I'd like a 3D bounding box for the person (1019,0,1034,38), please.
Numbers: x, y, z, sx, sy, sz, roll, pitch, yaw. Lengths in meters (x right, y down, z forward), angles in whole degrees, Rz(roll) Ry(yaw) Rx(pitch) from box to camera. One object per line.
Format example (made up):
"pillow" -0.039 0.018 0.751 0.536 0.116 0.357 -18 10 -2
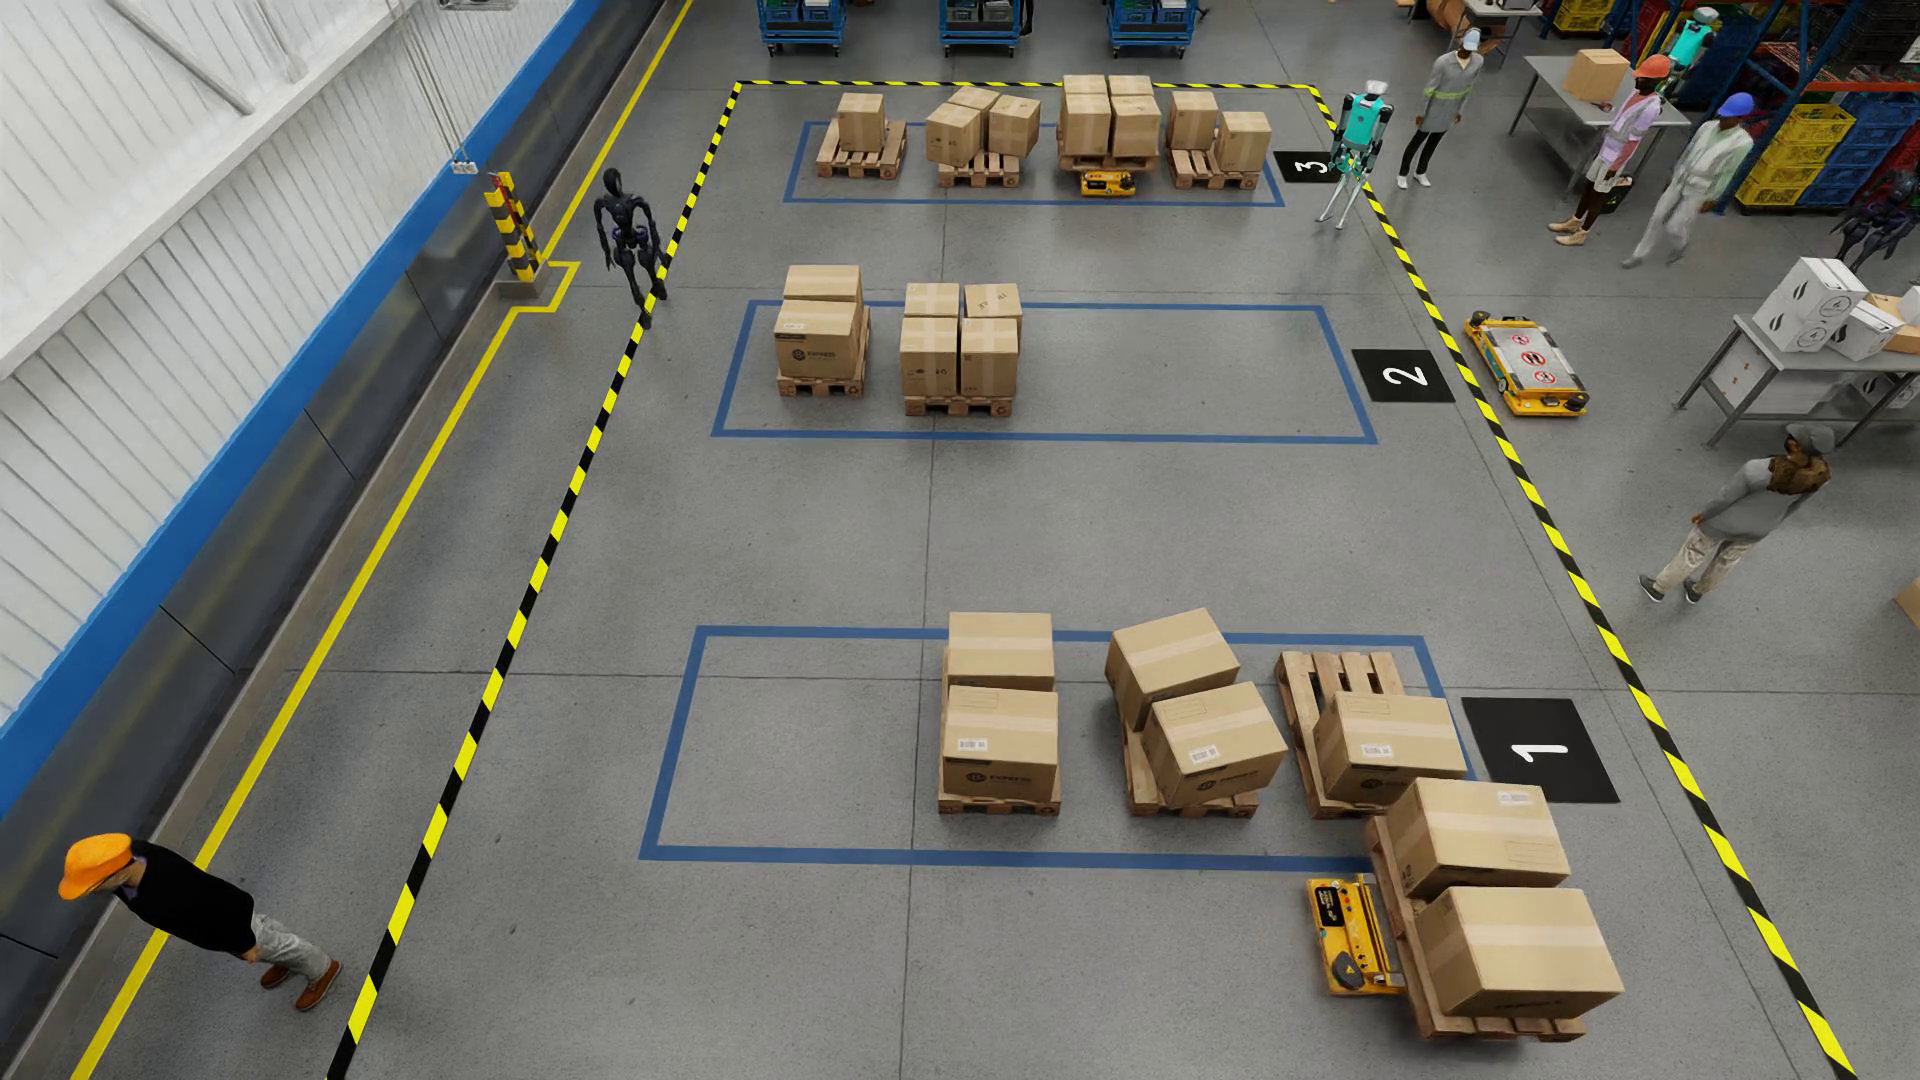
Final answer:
"person" 0.972 -8.804 14.032 0.364 1.962 0.609 -23 53 -18

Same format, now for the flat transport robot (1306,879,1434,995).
"flat transport robot" 2.885 2.353 5.478 1.431 0.197 0.652 1 49 1

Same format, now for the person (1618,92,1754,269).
"person" 7.747 -3.737 9.667 0.540 1.927 0.618 -14 51 -12

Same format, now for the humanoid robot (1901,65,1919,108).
"humanoid robot" 12.384 -5.899 11.745 0.720 1.908 0.556 10 50 9

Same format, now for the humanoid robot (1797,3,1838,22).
"humanoid robot" 13.062 -8.262 13.753 0.586 1.639 0.387 18 52 15

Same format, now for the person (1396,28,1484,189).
"person" 5.742 -5.107 10.910 0.589 1.847 0.406 -6 49 -5

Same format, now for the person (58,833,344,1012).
"person" -3.875 1.980 4.750 0.589 1.883 0.362 21 52 17

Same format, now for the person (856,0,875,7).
"person" -1.580 -9.753 14.871 0.379 1.940 0.628 4 49 3

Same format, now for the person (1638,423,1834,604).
"person" 5.669 -0.144 6.663 0.572 1.769 0.396 5 49 4

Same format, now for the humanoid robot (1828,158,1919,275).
"humanoid robot" 9.297 -3.171 9.349 0.574 1.641 0.591 -26 54 -20

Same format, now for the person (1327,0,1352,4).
"person" 6.471 -9.842 15.012 0.635 1.841 0.429 -14 51 -12

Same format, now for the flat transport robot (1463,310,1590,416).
"flat transport robot" 5.573 -1.757 9.054 0.659 0.231 1.431 1 49 1

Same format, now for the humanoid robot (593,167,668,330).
"humanoid robot" -3.273 -2.956 9.165 0.608 1.636 0.589 -7 49 -6

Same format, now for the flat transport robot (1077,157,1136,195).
"flat transport robot" 1.842 -4.858 11.720 0.652 0.197 1.431 1 49 1

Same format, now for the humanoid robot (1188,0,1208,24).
"humanoid robot" 3.758 -9.032 14.415 0.505 1.642 0.591 12 50 10

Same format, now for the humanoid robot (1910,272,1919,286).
"humanoid robot" 10.567 -3.351 9.396 0.532 1.694 0.728 4 49 4

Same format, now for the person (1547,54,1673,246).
"person" 7.114 -4.223 10.026 0.391 2.036 0.600 8 50 7

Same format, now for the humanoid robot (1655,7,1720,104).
"humanoid robot" 8.617 -5.643 11.498 0.810 1.826 0.538 -12 50 -10

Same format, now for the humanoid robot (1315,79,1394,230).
"humanoid robot" 4.465 -4.335 10.227 0.533 1.675 0.735 34 57 26

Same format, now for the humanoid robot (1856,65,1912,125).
"humanoid robot" 11.531 -5.526 11.421 0.699 1.915 0.541 -1 49 -1

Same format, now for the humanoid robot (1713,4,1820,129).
"humanoid robot" 10.450 -6.042 11.872 0.762 1.652 0.608 1 49 1
